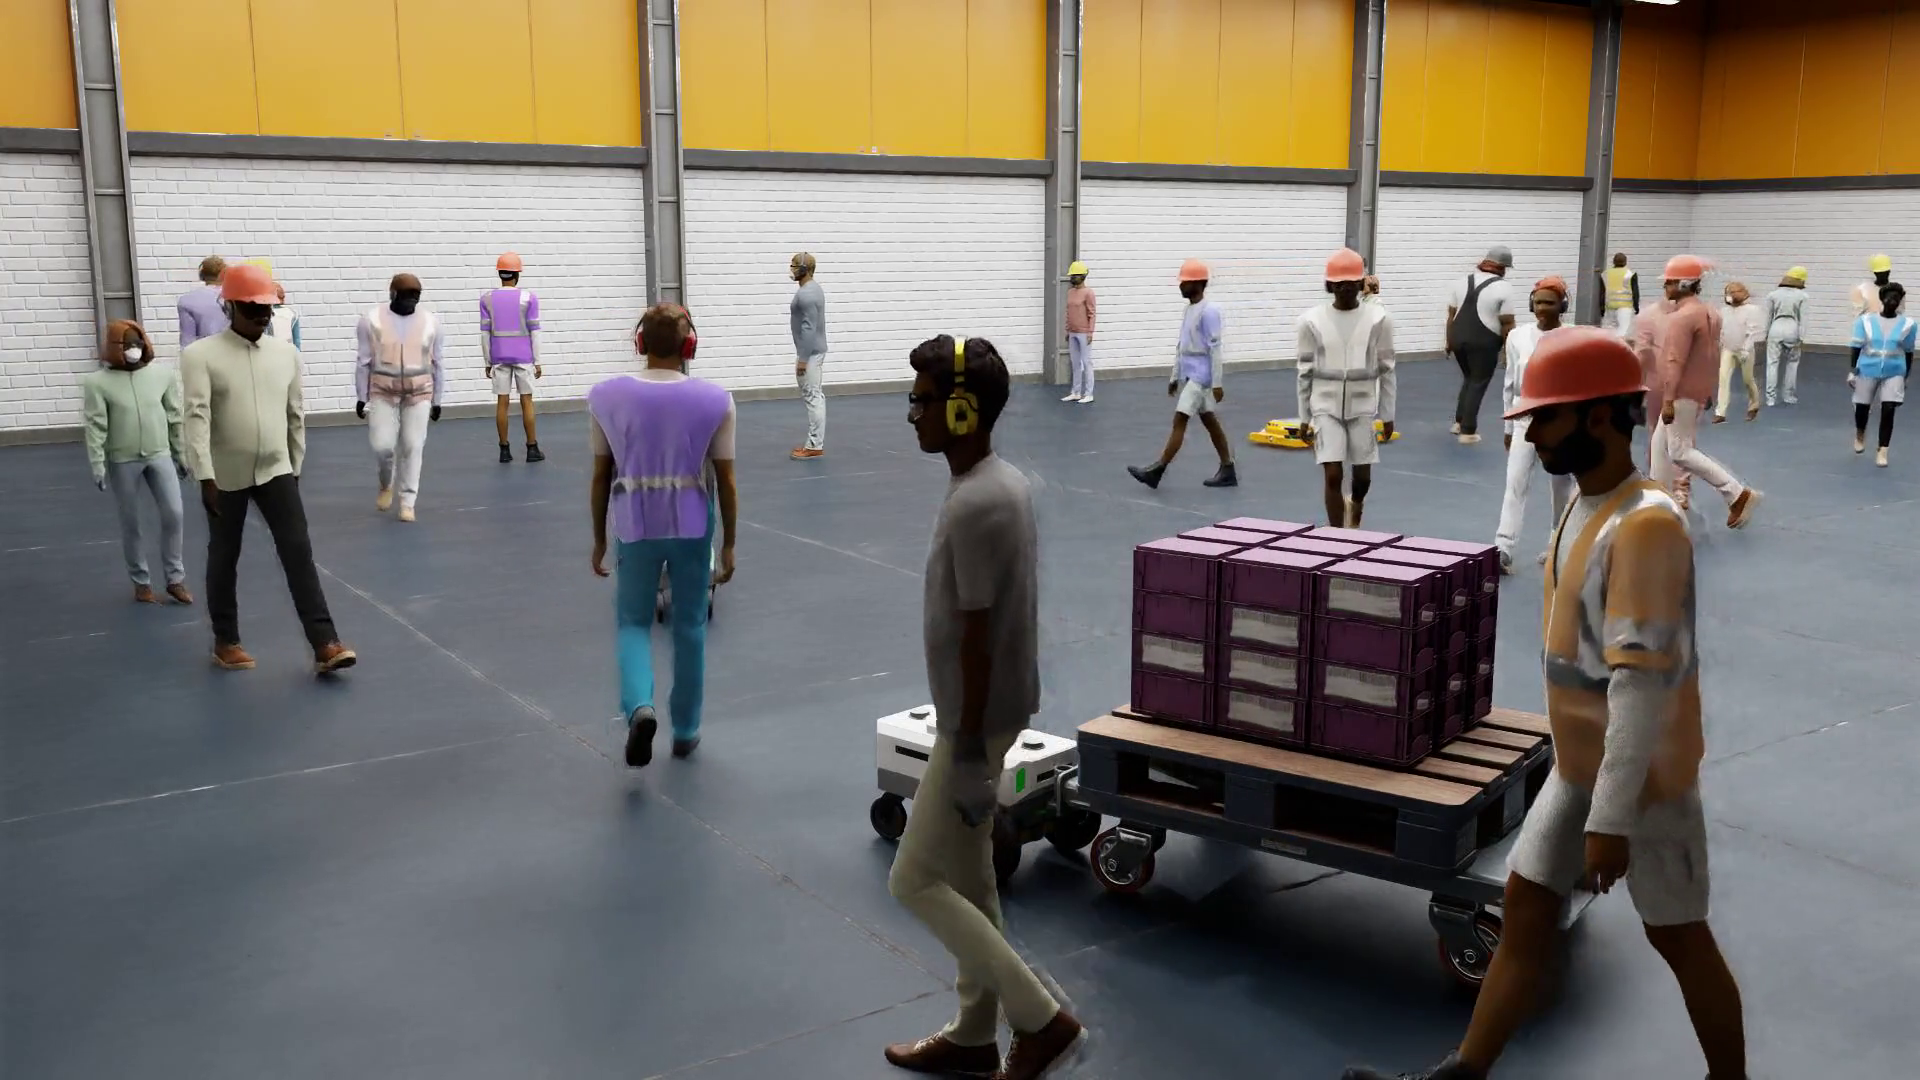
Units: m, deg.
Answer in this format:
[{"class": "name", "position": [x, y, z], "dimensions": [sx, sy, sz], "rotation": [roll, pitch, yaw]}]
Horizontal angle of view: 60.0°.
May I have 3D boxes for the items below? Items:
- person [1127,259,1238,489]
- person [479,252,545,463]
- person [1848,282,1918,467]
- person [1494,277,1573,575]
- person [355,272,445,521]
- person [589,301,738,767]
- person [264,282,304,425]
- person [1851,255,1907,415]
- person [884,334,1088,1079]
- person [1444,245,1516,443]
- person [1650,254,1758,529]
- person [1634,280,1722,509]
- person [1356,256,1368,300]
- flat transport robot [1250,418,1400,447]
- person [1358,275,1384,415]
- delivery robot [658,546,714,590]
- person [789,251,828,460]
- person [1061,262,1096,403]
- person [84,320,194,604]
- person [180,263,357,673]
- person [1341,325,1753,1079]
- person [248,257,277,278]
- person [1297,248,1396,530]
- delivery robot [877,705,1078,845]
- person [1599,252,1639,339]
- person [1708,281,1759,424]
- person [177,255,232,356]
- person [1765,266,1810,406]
[{"class": "person", "position": [1.876, -1.355, 13.709], "dimensions": [1.004, 1.884, 0.567], "rotation": [-2, 10, -10]}, {"class": "person", "position": [-4.130, -1.678, 15.354], "dimensions": [0.547, 1.939, 0.376], "rotation": [0, 10, -1]}, {"class": "person", "position": [8.432, -1.530, 15.235], "dimensions": [0.540, 1.677, 0.608], "rotation": [5, 11, 25]}, {"class": "person", "position": [3.605, -0.701, 10.303], "dimensions": [0.579, 1.833, 1.005], "rotation": [8, 13, 38]}, {"class": "person", "position": [-4.091, -1.046, 12.210], "dimensions": [0.650, 1.821, 0.468], "rotation": [-4, 11, -22]}, {"class": "person", "position": [-1.152, -0.007, 6.478], "dimensions": [0.589, 1.829, 0.624], "rotation": [-1, 10, -7]}, {"class": "person", "position": [-6.718, -1.720, 16.399], "dimensions": [0.309, 1.641, 0.513], "rotation": [7, 12, 32]}, {"class": "person", "position": [10.582, -2.342, 19.189], "dimensions": [0.592, 1.864, 1.004], "rotation": [3, 11, 14]}, {"class": "person", "position": [0.039, 0.438, 3.986], "dimensions": [0.417, 1.856, 0.532], "rotation": [3, 11, 14]}, {"class": "person", "position": [5.295, -2.003, 16.854], "dimensions": [0.598, 2.000, 0.712], "rotation": [-7, 12, -33]}, {"class": "person", "position": [5.204, -1.033, 11.766], "dimensions": [0.853, 1.966, 0.623], "rotation": [6, 12, 30]}, {"class": "person", "position": [5.620, -1.220, 13.103], "dimensions": [0.649, 1.866, 1.015], "rotation": [3, 11, 18]}, {"class": "person", "position": [4.866, -2.567, 20.513], "dimensions": [0.759, 1.840, 0.545], "rotation": [-5, 11, -25]}, {"class": "flat transport robot", "position": [3.697, -1.111, 16.816], "dimensions": [1.431, 0.197, 0.652], "rotation": [-6, 12, -30]}, {"class": "person", "position": [4.748, -2.268, 19.404], "dimensions": [0.307, 1.641, 0.513], "rotation": [-3, 11, -18]}, {"class": "delivery robot", "position": [-1.591, 0.073, 9.292], "dimensions": [0.477, 0.478, 0.707], "rotation": [-3, 11, -17]}, {"class": "person", "position": [-1.428, -1.722, 15.589], "dimensions": [0.370, 1.940, 0.627], "rotation": [0, 10, 1]}, {"class": "person", "position": [1.490, -2.599, 20.874], "dimensions": [0.329, 1.767, 0.528], "rotation": [-7, 12, -32]}, {"class": "person", "position": [-4.583, -0.421, 9.330], "dimensions": [0.537, 1.610, 0.602], "rotation": [-9, 13, -39]}, {"class": "person", "position": [-3.290, -0.304, 7.802], "dimensions": [0.989, 1.947, 0.641], "rotation": [9, 14, 41]}, {"class": "person", "position": [1.358, 0.489, 3.619], "dimensions": [0.981, 1.871, 0.680], "rotation": [0, 10, 3]}, {"class": "person", "position": [-7.135, -1.876, 16.590], "dimensions": [0.744, 1.884, 0.625], "rotation": [-2, 11, -11]}, {"class": "person", "position": [2.440, -0.837, 10.558], "dimensions": [0.625, 2.012, 0.717], "rotation": [2, 11, 12]}, {"class": "delivery robot", "position": [0.048, 0.741, 5.629], "dimensions": [0.707, 0.478, 0.477], "rotation": [9, 14, 42]}, {"class": "person", "position": [11.270, -4.008, 28.474], "dimensions": [0.635, 1.815, 0.846], "rotation": [10, 14, 43]}, {"class": "person", "position": [8.745, -2.106, 18.656], "dimensions": [0.840, 1.589, 0.498], "rotation": [-7, 13, -34]}, {"class": "person", "position": [-6.420, -1.497, 14.415], "dimensions": [0.650, 1.914, 0.678], "rotation": [-7, 12, -34]}, {"class": "person", "position": [10.224, -2.525, 20.596], "dimensions": [0.520, 1.701, 0.712], "rotation": [8, 13, 36]}]
